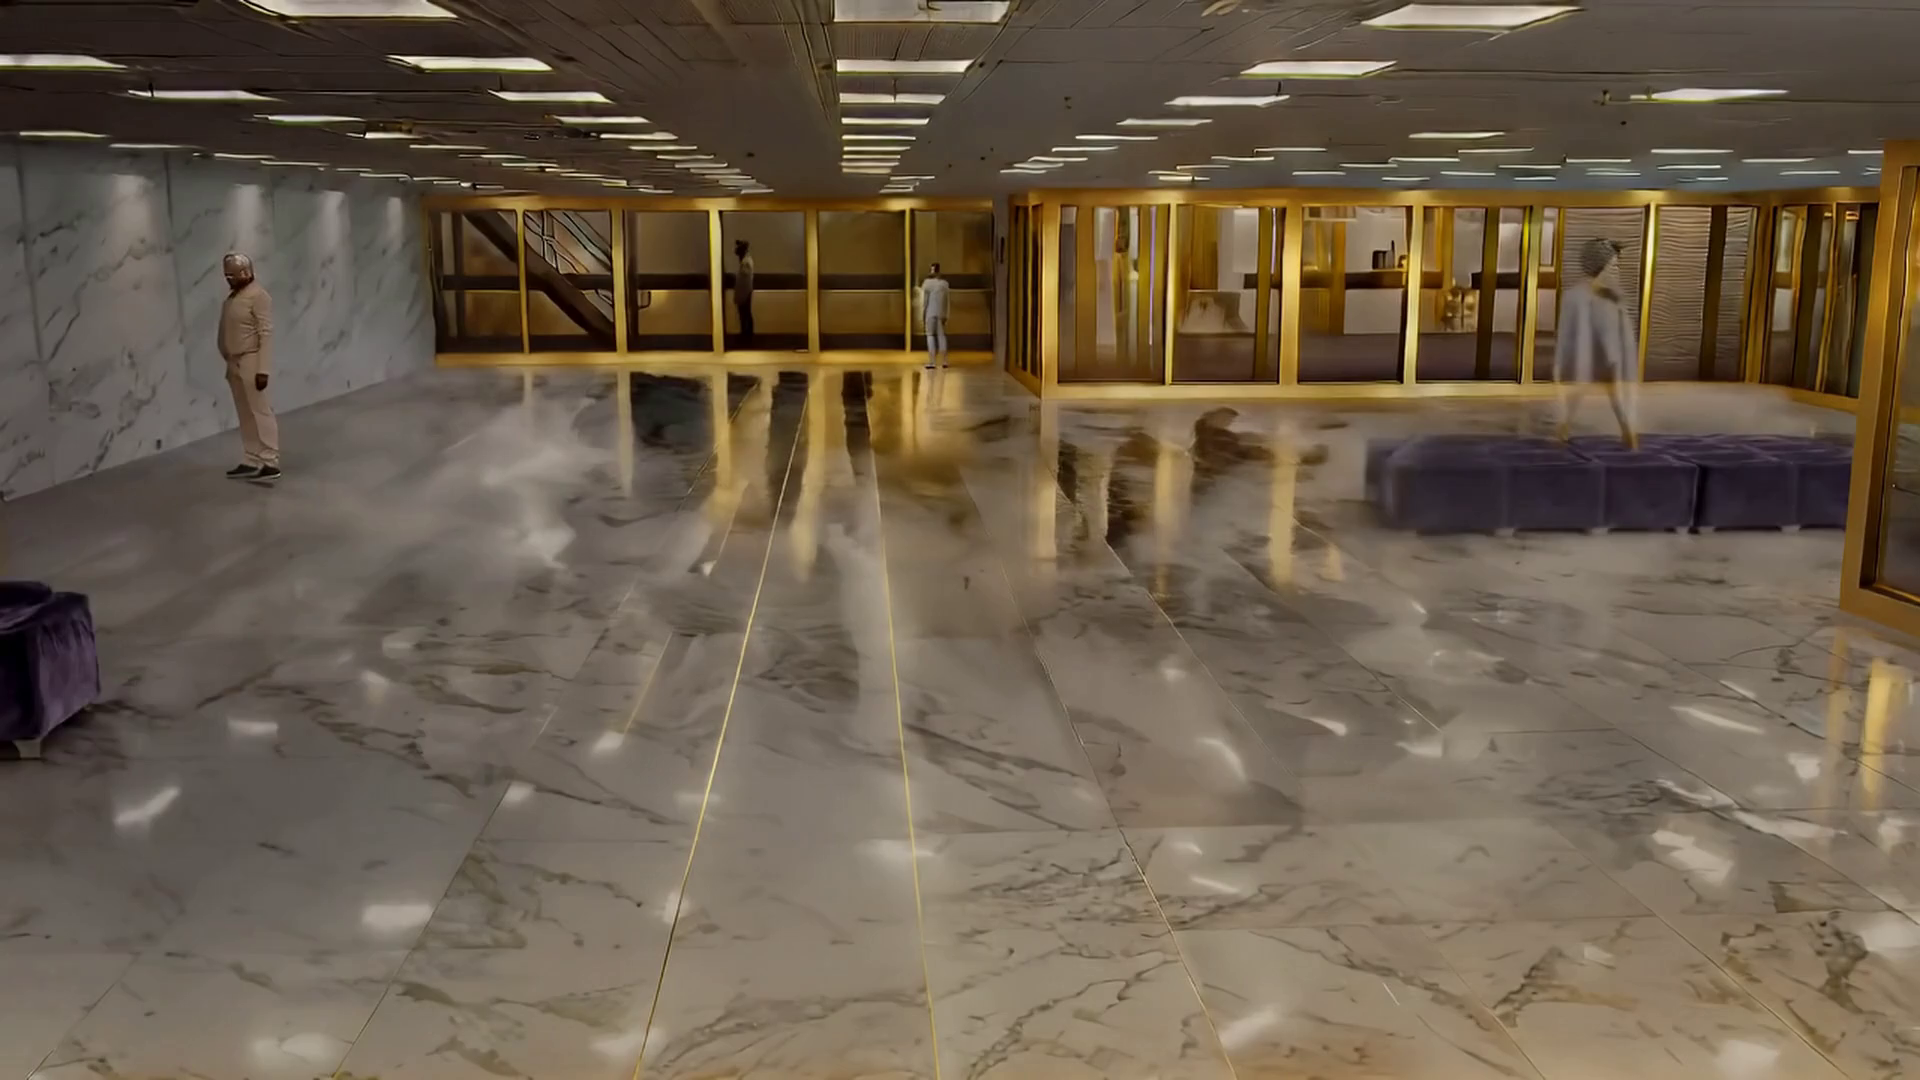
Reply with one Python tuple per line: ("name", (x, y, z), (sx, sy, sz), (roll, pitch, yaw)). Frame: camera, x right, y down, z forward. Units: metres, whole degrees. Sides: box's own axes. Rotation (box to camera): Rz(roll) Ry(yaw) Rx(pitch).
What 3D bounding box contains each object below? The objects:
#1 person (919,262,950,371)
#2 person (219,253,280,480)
("person", (-0.386, -3.369, 25.089), (0.502, 1.632, 0.279), (-5, 12, -27))
("person", (-6.041, -1.464, 14.083), (0.639, 1.909, 0.409), (9, 14, 39))
